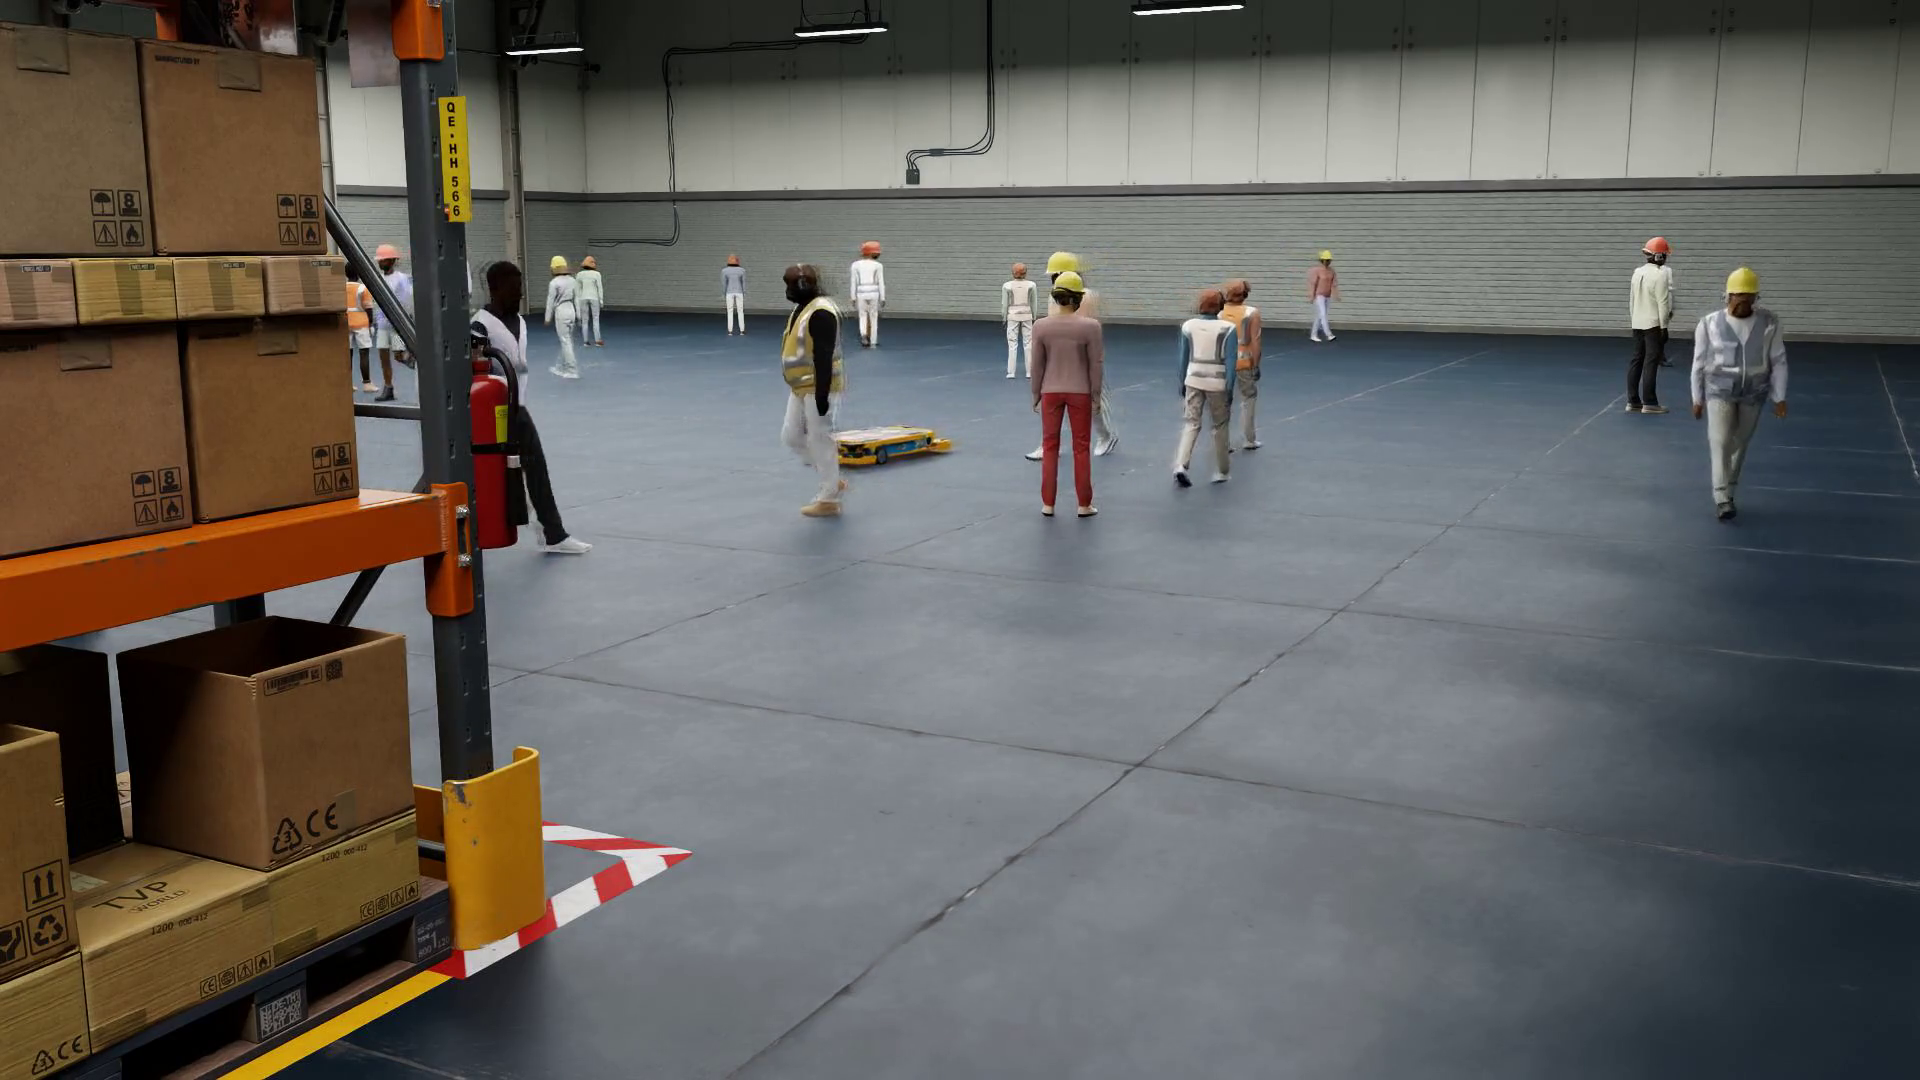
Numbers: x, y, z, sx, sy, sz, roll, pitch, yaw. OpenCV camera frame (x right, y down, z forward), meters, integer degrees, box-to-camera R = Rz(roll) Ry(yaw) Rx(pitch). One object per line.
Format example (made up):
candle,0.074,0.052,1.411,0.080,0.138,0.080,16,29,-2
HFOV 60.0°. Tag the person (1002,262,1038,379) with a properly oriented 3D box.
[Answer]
person,0.844,-3.091,23.493,0.514,1.641,0.307,-1,10,-7

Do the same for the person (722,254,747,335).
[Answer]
person,-4.594,-4.989,33.860,0.498,1.634,0.278,-1,10,-8

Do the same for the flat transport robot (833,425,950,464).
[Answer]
flat transport robot,-0.765,-0.874,15.138,0.652,0.197,1.431,7,13,35

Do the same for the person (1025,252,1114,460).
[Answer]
person,1.040,-1.673,15.110,0.953,1.890,0.596,-8,13,-36

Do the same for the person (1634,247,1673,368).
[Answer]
person,10.571,-3.567,25.388,0.580,1.904,0.664,6,12,29

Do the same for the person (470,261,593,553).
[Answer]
person,-2.907,-0.820,10.523,0.989,1.872,0.602,3,11,14

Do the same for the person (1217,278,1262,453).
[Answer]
person,2.611,-1.625,15.533,0.540,1.614,0.674,7,12,32

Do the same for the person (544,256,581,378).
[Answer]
person,-5.724,-3.170,23.688,0.722,1.712,0.509,6,12,31

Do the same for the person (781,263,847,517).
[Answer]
person,-1.062,-1.078,12.021,0.437,1.818,0.723,-4,11,-22

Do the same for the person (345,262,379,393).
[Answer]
person,-7.784,-2.739,21.421,0.540,1.695,0.317,2,11,10

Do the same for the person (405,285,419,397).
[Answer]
person,-5.134,-1.863,16.205,0.522,1.852,0.622,0,10,3

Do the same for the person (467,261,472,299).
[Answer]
person,-10.313,-5.118,33.977,0.658,1.848,1.018,-4,11,-20

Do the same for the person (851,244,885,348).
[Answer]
person,-1.641,-4.340,29.683,0.600,1.867,0.523,0,10,2

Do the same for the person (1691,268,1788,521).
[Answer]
person,5.575,-1.037,11.903,0.602,1.782,0.927,2,11,12

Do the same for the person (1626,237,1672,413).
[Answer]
person,7.905,-2.453,19.044,0.375,1.995,0.610,-3,11,-14

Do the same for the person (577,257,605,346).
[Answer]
person,-6.796,-4.392,30.602,0.497,1.633,0.279,2,11,13

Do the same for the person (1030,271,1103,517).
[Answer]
person,0.767,-1.042,11.983,0.527,1.765,0.329,2,11,13

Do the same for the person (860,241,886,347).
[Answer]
person,-1.582,-4.459,30.214,0.429,1.909,0.553,-3,11,-18

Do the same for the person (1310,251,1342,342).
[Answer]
person,6.929,-4.594,31.457,0.540,1.718,0.905,-6,12,-29

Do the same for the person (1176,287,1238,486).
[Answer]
person,1.976,-1.226,13.457,0.519,1.623,0.759,6,12,30

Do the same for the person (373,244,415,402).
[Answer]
person,-6.927,-2.672,20.457,0.549,1.919,0.717,6,12,28
